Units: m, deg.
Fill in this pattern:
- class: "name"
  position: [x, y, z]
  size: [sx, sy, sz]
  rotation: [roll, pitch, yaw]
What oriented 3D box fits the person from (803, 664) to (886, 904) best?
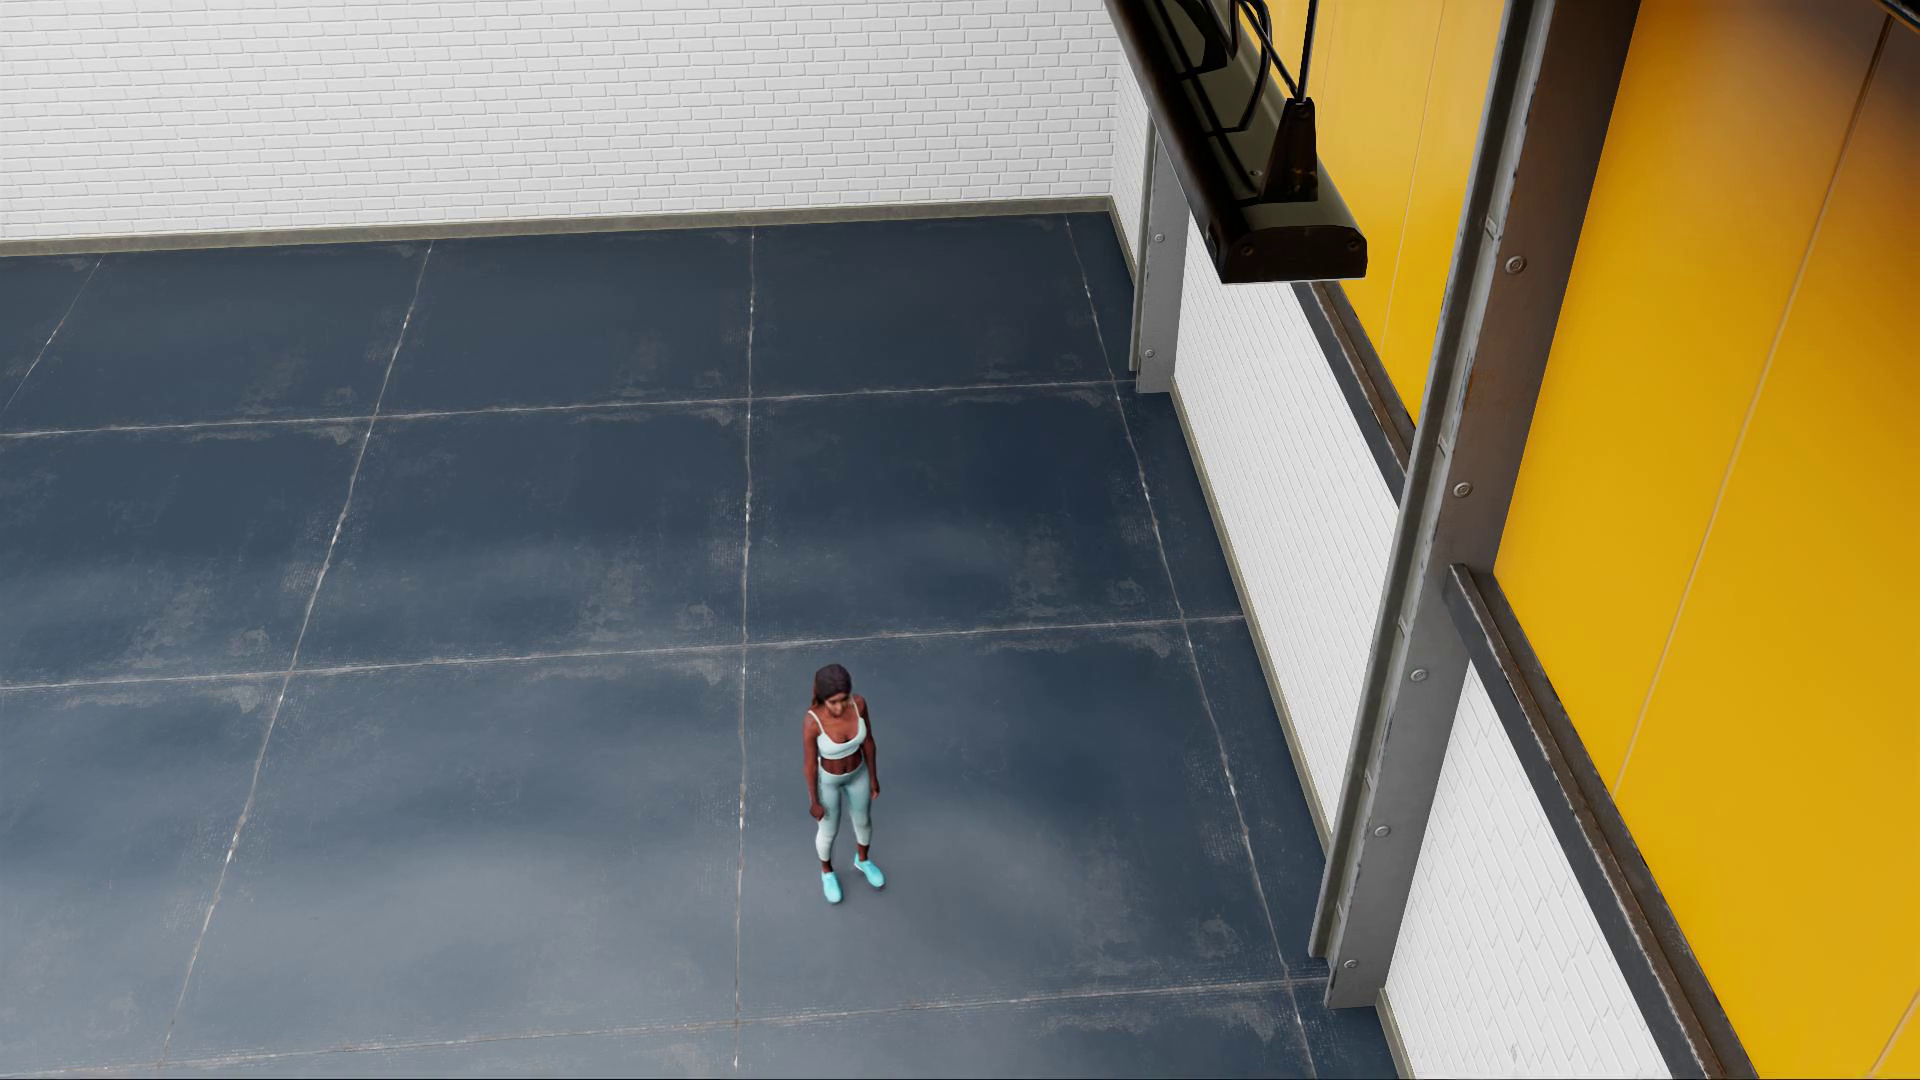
- class: "person"
  position: [-0.653, 1.312, 9.095]
  size: [0.648, 1.719, 0.648]
  rotation: [-20, 43, -23]
